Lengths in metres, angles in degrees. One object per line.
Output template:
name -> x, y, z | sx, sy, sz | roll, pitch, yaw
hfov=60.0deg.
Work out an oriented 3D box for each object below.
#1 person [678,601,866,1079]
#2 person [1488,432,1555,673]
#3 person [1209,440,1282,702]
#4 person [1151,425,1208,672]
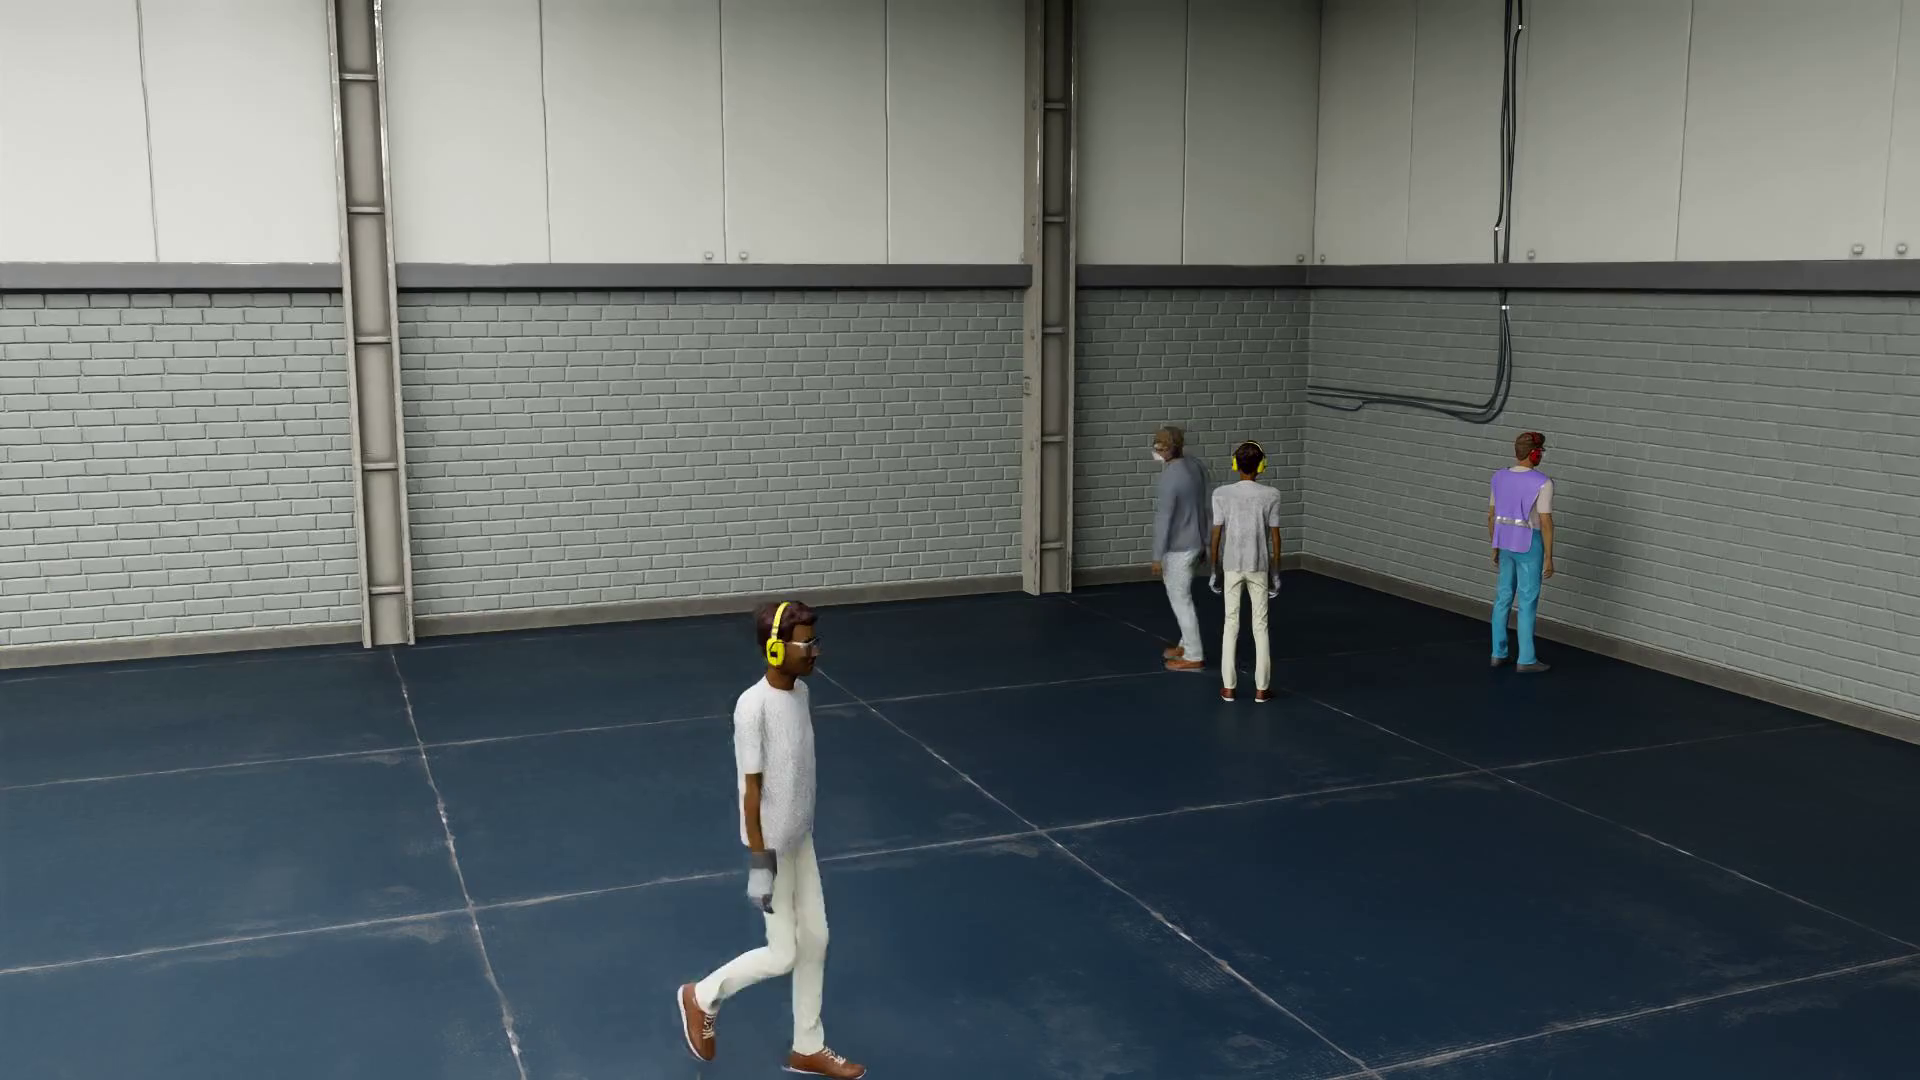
person -> -0.713, 1.131, 6.221 | 0.641, 1.850, 0.531 | 4, 10, 21
person -> 4.291, 0.092, 12.744 | 0.376, 1.844, 0.572 | -5, 11, -31
person -> 2.031, 0.225, 11.846 | 0.513, 1.870, 0.331 | 2, 9, 14
person -> 1.657, 0.077, 12.654 | 0.486, 1.906, 0.675 | 5, 10, 29
